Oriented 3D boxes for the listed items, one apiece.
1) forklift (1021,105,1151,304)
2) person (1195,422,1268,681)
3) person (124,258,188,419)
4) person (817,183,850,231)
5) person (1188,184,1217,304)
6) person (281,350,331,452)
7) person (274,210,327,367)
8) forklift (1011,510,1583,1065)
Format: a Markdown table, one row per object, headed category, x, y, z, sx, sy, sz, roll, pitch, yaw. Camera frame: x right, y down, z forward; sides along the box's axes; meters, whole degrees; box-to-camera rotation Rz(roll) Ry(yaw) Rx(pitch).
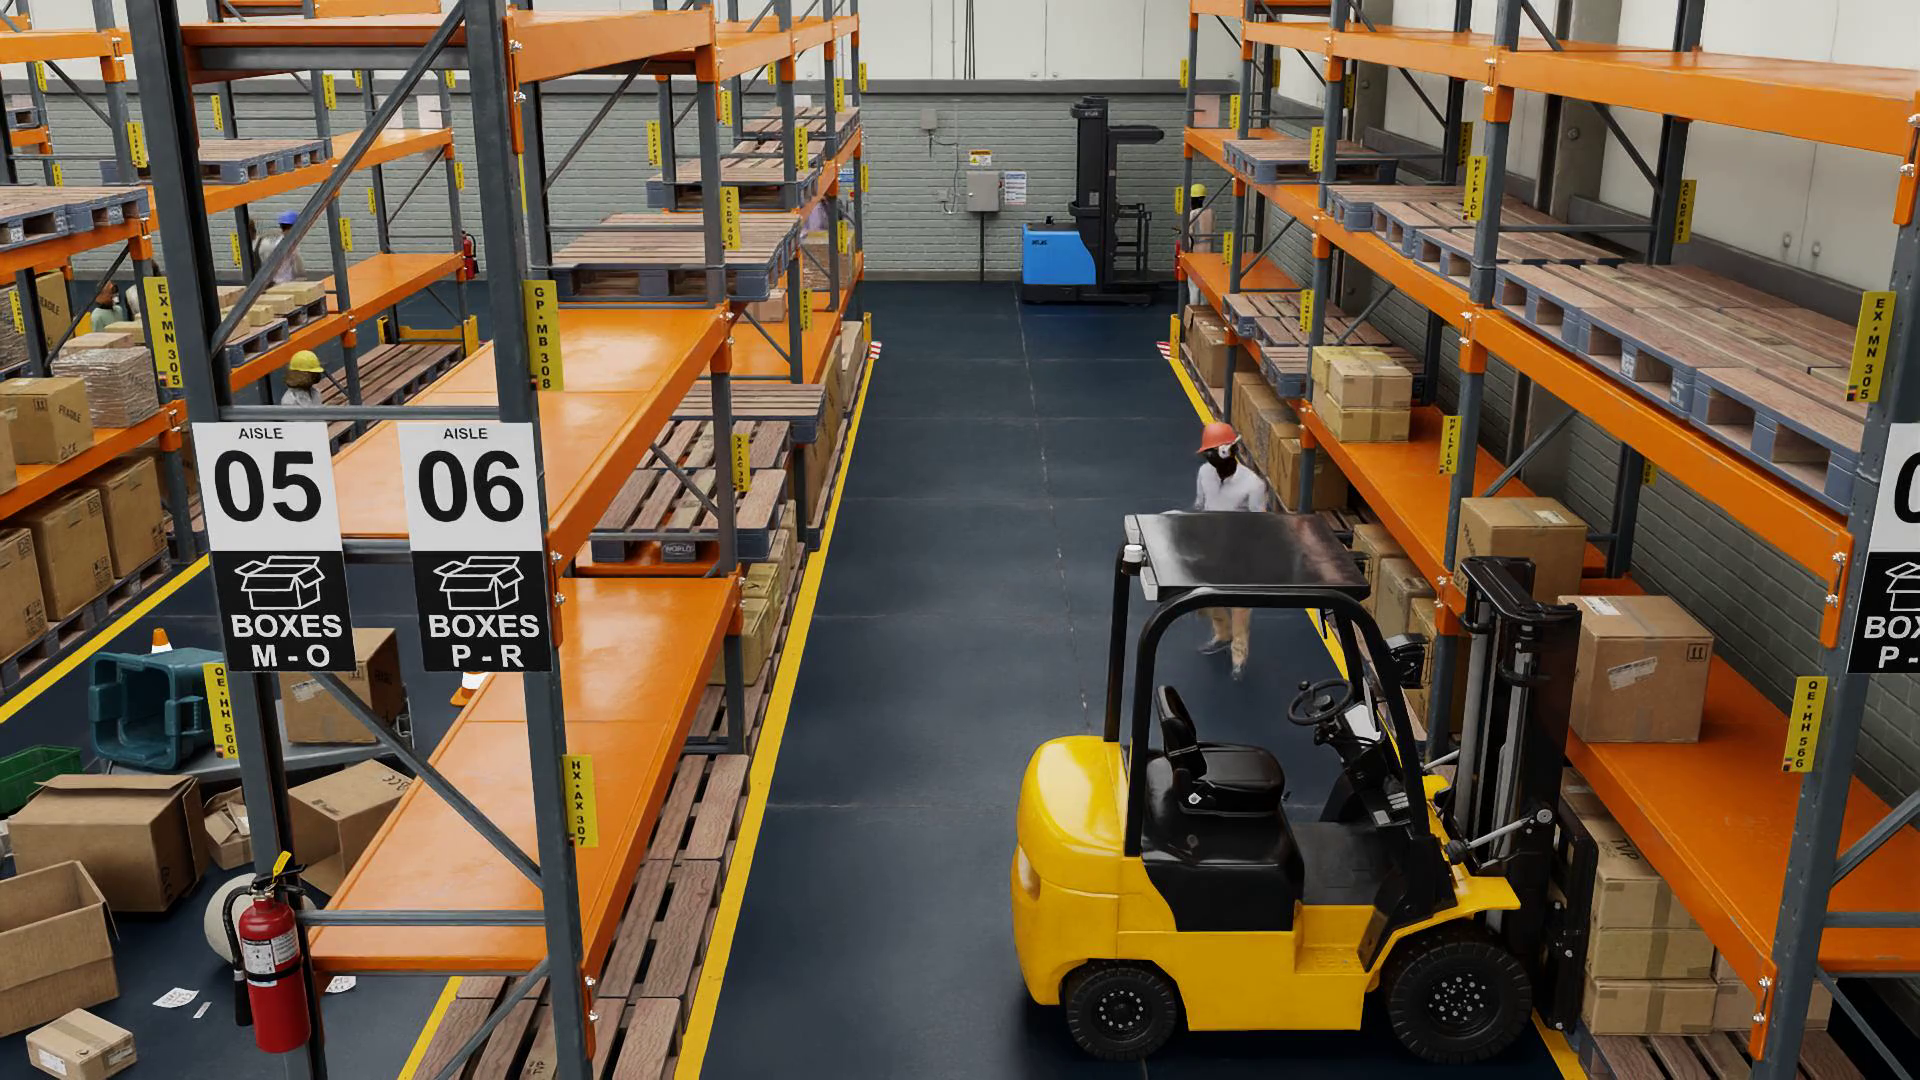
| category | x | y | z | sx | sy | sz | roll | pitch | yaw |
| --- | --- | --- | --- | --- | --- | --- | --- | --- | --- |
| forklift | 1.857 | -4.944 | 24.441 | 1.873 | 2.768 | 1.129 | 0 | 18 | 0 |
| person | 1.854 | 0.057 | 11.132 | 0.455 | 1.728 | 0.711 | -17 | 25 | -42 |
| person | -8.267 | -2.007 | 17.236 | 0.644 | 1.853 | 0.563 | -4 | 19 | -13 |
| person | -1.809 | -4.120 | 23.367 | 0.753 | 1.988 | 0.618 | 16 | 24 | 41 |
| person | 3.236 | -3.891 | 22.750 | 0.591 | 1.926 | 0.386 | -16 | 24 | -39 |
| person | -5.167 | -0.659 | 13.292 | 0.321 | 1.734 | 0.487 | 3 | 19 | 10 |
| person | -7.972 | -2.979 | 19.989 | 0.481 | 1.928 | 0.630 | -6 | 19 | -19 |
| forklift | 1.387 | 1.055 | 7.378 | 2.313 | 2.155 | 1.214 | 0 | 18 | 0 |
